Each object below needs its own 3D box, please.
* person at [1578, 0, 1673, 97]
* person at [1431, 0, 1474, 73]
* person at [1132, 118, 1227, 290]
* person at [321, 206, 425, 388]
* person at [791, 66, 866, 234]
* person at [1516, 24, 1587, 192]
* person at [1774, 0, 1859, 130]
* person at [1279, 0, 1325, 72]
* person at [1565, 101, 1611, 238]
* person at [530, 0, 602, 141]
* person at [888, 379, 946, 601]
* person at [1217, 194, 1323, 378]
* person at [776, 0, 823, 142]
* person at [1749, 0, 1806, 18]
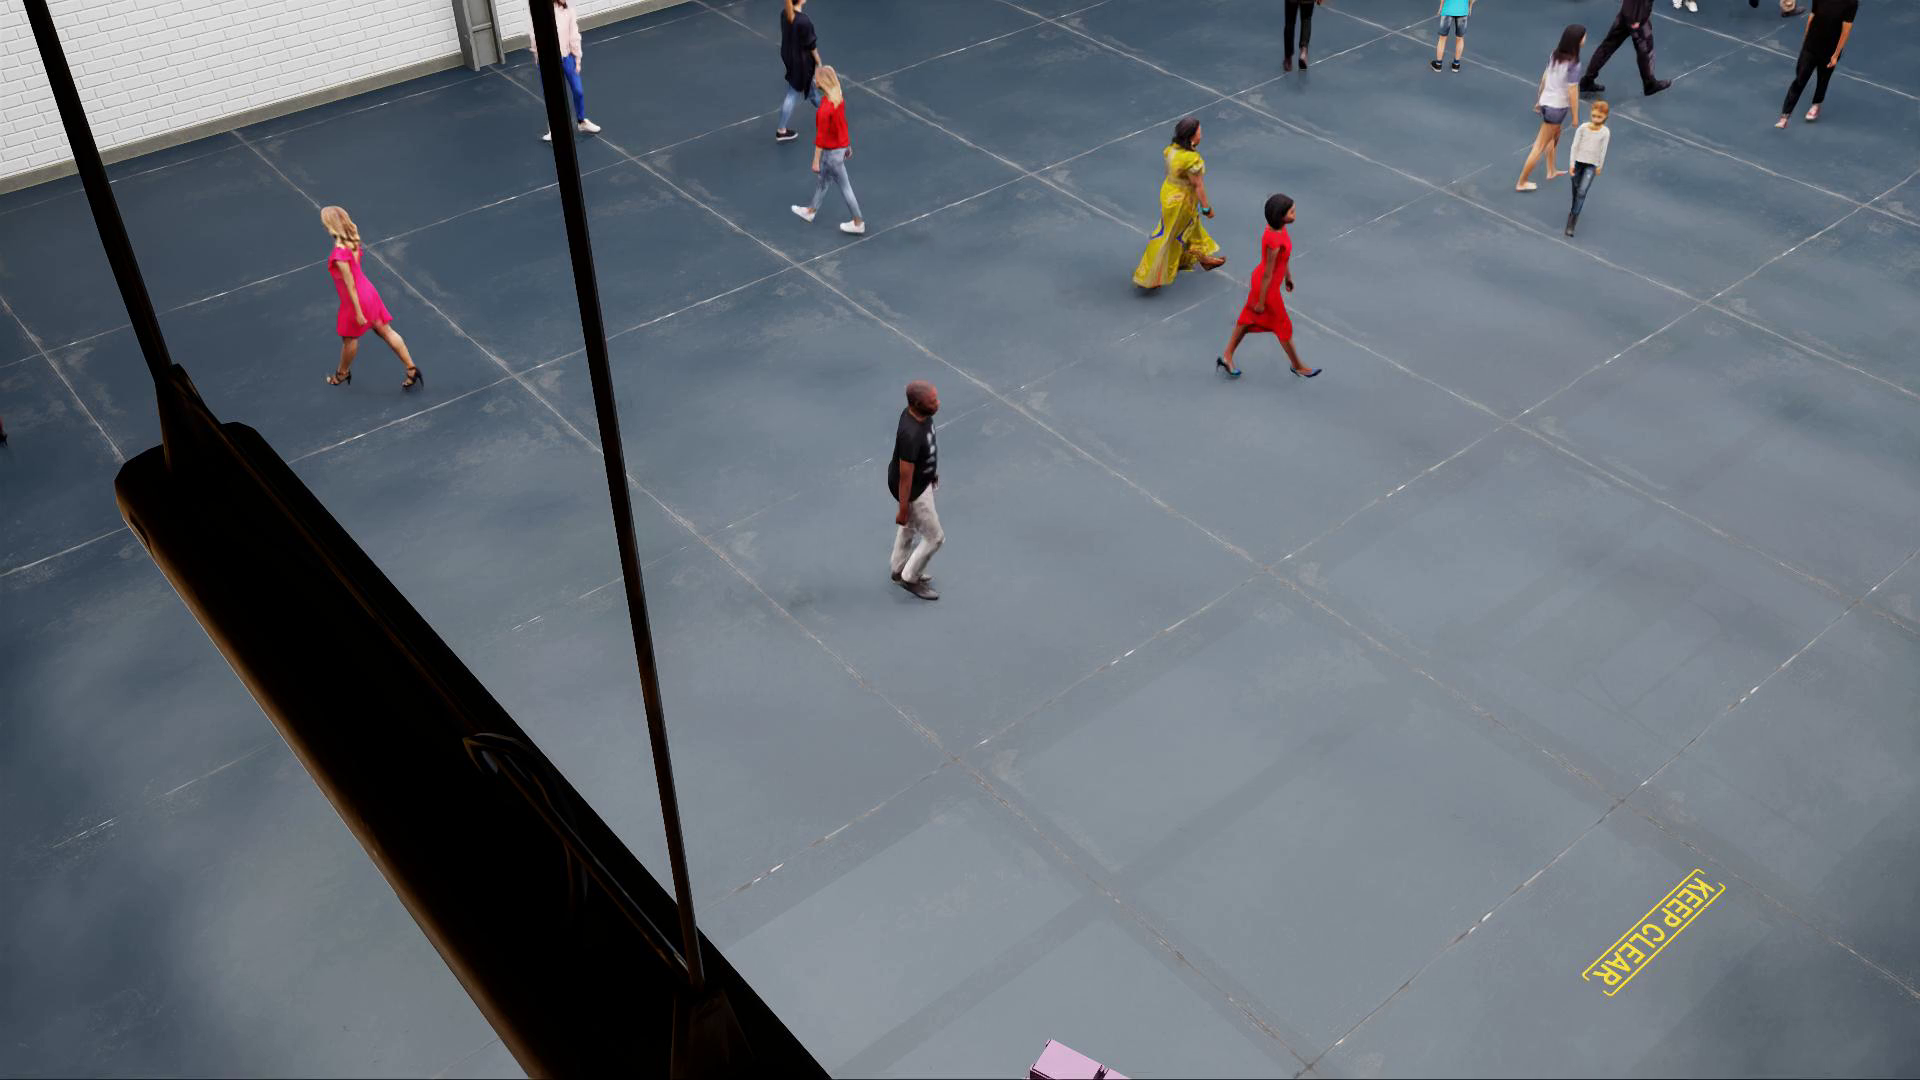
[{"bbox_3d":[7.341,-5.748,18.308,1.349,1.856,1.124,-6,39,-7],"label":"person"},{"bbox_3d":[5.690,-6.102,19.077,0.590,1.449,0.648,3,39,4],"label":"person"},{"bbox_3d":[1.902,-2.993,15.057,1.340,1.606,1.092,-8,39,-10],"label":"person"},{"bbox_3d":[-4.849,-1.948,13.691,1.105,1.678,1.018,1,39,2],"label":"person"},{"bbox_3d":[-1.120,-3.671,15.854,1.046,1.672,1.063,10,40,12],"label":"person"},{"bbox_3d":[5.847,-4.281,16.590,0.984,1.707,0.810,-11,40,-13],"label":"person"},{"bbox_3d":[9.281,-5.269,17.826,0.783,1.709,1.201,26,46,29],"label":"person"},{"bbox_3d":[3.873,-6.176,18.868,0.933,1.824,0.991,2,39,2],"label":"person"},{"bbox_3d":[6.067,-3.662,16.156,0.692,1.281,0.958,17,42,20],"label":"person"},{"bbox_3d":[-4.292,-5.063,17.546,0.772,1.734,0.892,6,39,8],"label":"person"},{"bbox_3d":[-0.422,-0.362,11.617,0.851,1.788,0.797,1,39,1],"label":"person"},{"bbox_3d":[2.454,-2.064,13.817,1.127,1.703,1.078,4,39,5],"label":"person"},{"bbox_3d":[-1.769,-4.984,17.529,1.082,1.634,0.652,-26,45,-29],"label":"person"},{"bbox_3d":[10.137,-7.266,20.229,1.095,1.830,0.938,-10,40,-12],"label":"person"}]
